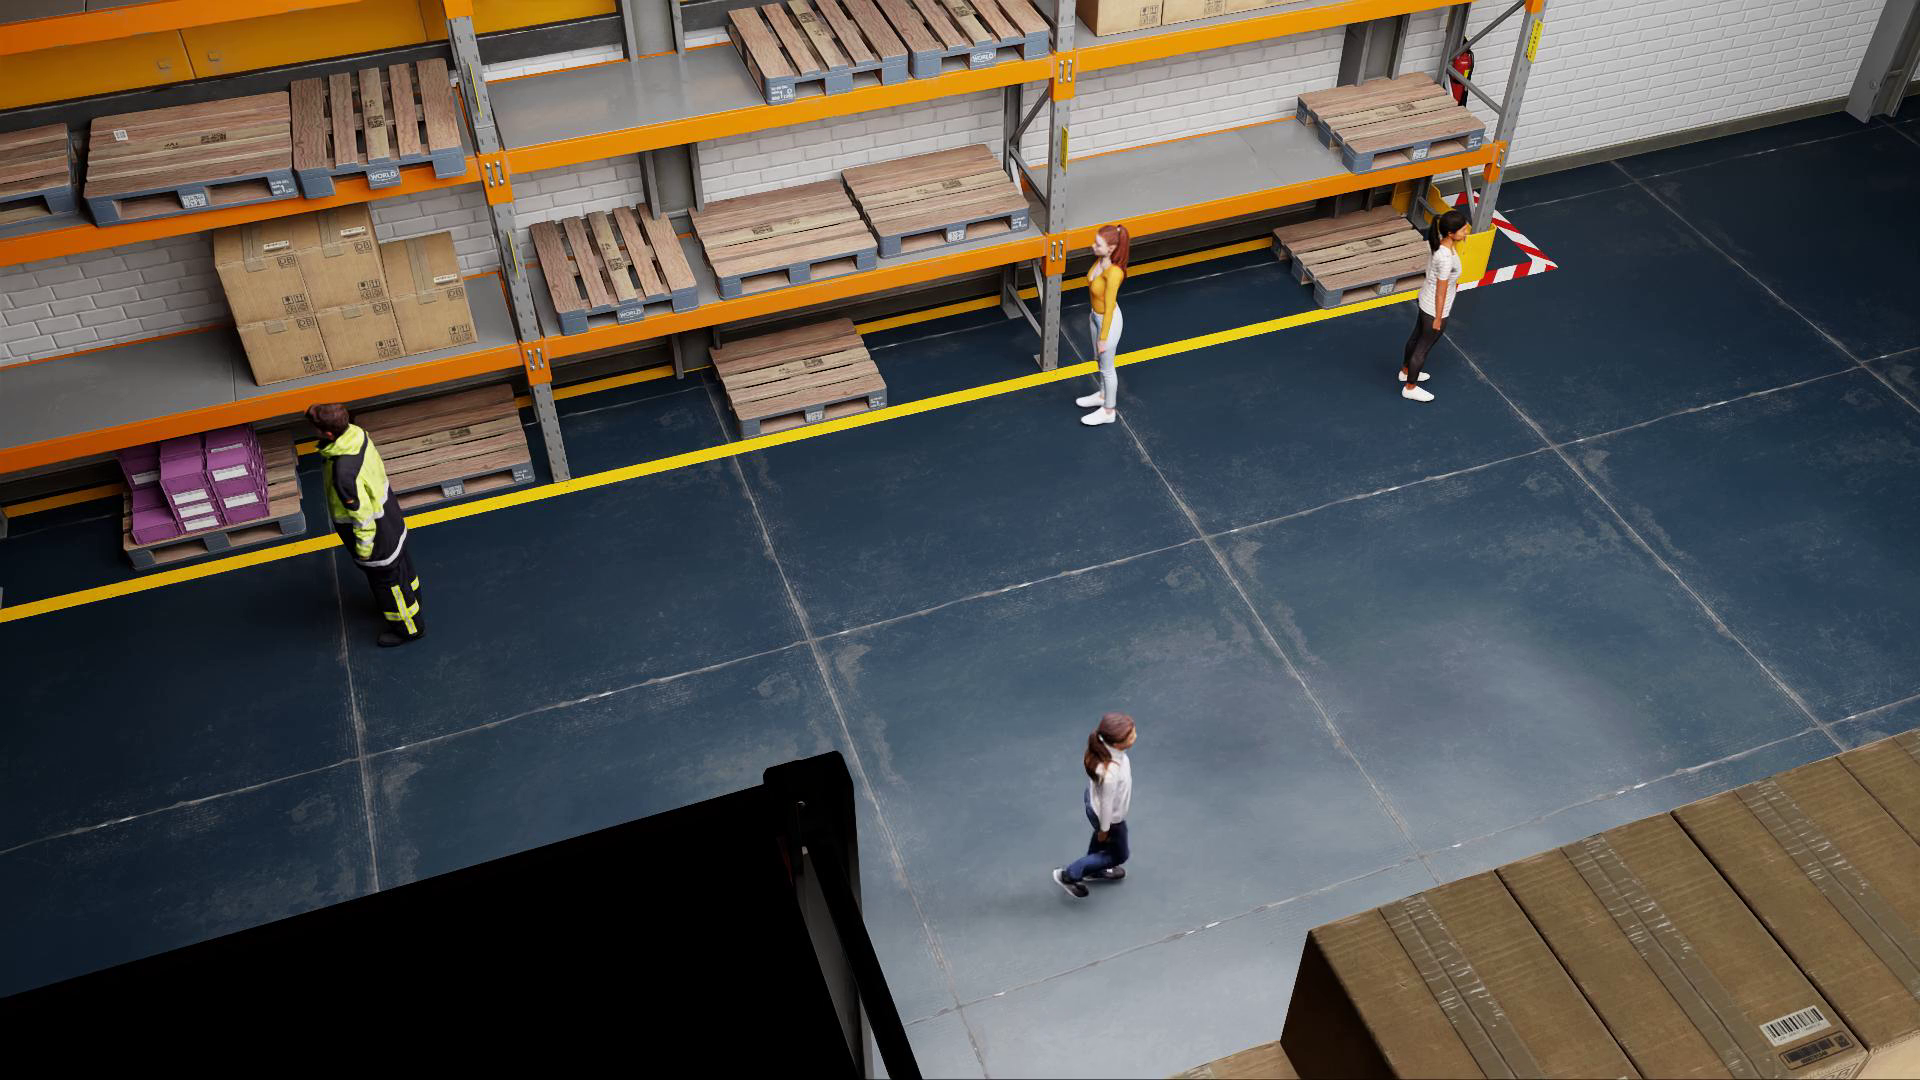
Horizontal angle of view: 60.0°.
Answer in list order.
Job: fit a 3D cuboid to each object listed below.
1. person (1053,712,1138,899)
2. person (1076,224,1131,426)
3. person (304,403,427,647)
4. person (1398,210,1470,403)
[{"bbox_3d":[0.749,1.512,9.446,0.747,1.546,0.634,-2,44,-2],"label":"person"},{"bbox_3d":[1.104,-1.645,12.613,0.577,1.748,0.608,-6,44,-6],"label":"person"},{"bbox_3d":[-3.851,-0.126,10.853,0.685,1.977,0.800,-8,44,-9],"label":"person"},{"bbox_3d":[3.668,-1.835,12.887,0.661,1.646,0.652,4,44,5],"label":"person"}]
